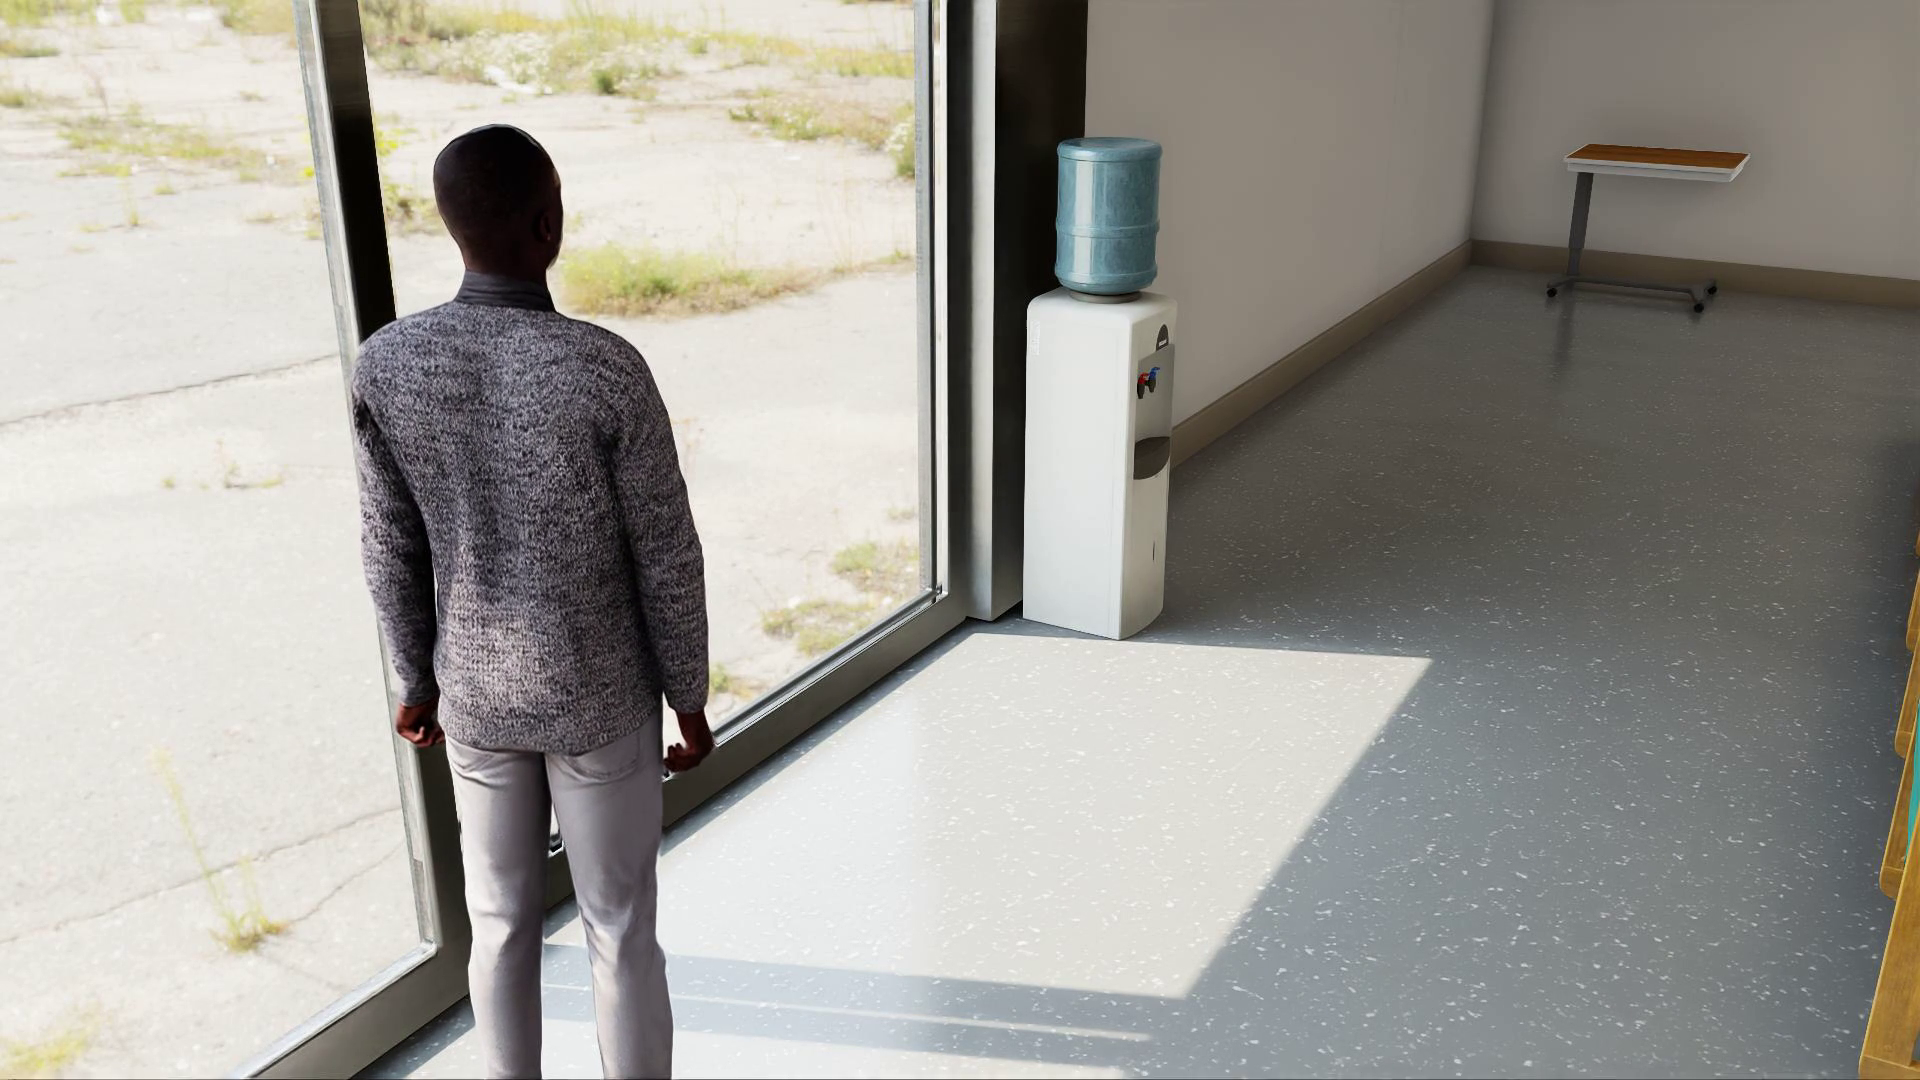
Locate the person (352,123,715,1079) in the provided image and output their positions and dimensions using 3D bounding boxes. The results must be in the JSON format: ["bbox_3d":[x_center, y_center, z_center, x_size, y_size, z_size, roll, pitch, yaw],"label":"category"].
[{"bbox_3d":[-0.682,0.263,2.705,0.639,1.837,0.823,3,21,8],"label":"person"}]
